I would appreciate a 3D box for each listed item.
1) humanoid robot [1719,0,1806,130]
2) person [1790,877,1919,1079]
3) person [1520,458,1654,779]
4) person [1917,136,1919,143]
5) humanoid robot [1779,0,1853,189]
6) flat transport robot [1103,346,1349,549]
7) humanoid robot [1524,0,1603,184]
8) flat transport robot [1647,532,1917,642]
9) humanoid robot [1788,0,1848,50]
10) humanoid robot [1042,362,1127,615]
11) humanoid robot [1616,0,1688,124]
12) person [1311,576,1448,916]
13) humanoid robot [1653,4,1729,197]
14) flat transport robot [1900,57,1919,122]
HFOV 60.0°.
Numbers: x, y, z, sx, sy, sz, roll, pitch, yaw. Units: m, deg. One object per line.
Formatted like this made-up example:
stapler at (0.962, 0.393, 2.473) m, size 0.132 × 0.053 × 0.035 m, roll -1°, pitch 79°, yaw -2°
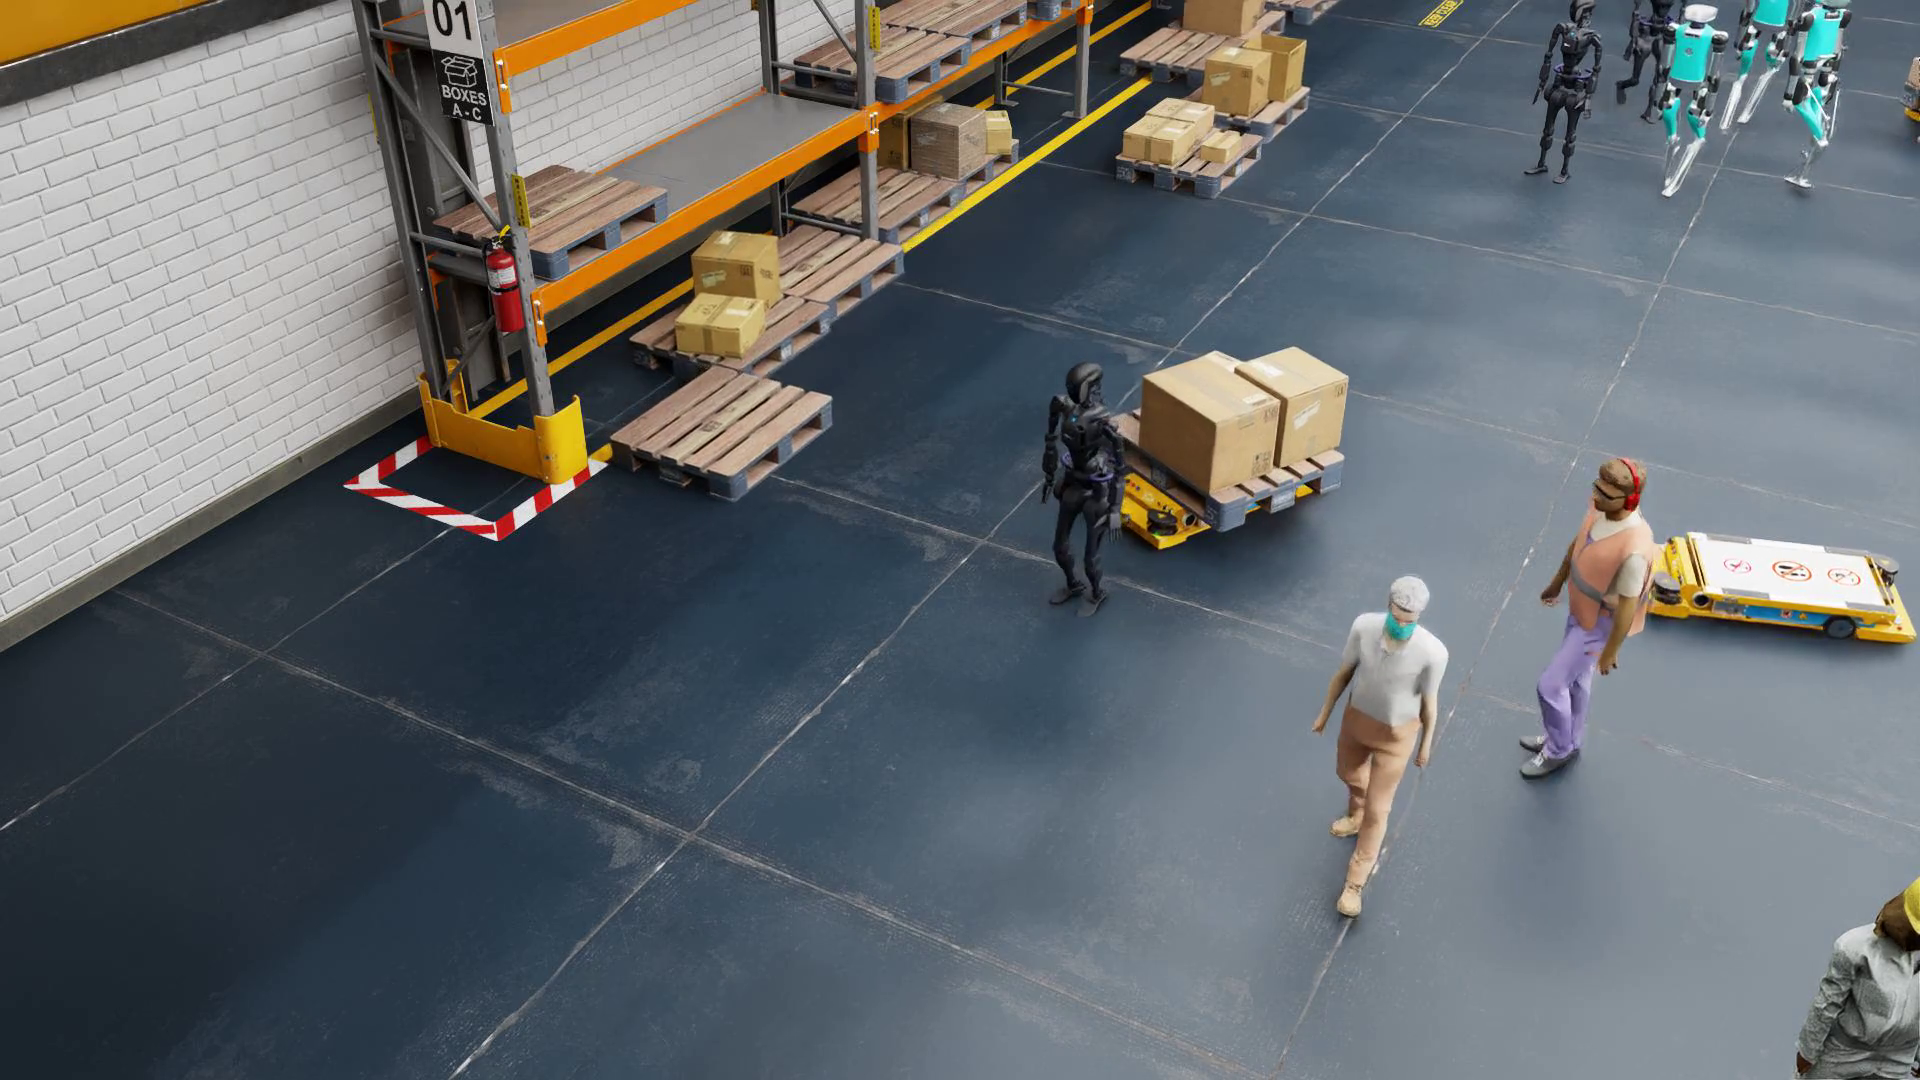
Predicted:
humanoid robot at (7.834, -4.813, 16.152) m, size 0.559 × 1.807 × 0.813 m, roll 19°, pitch 38°, yaw 27°
person at (3.284, 1.848, 6.016) m, size 0.491 × 1.740 × 0.315 m, roll 0°, pitch 33°, yaw 1°
person at (3.067, 0.371, 8.175) m, size 0.511 × 1.829 × 0.625 m, roll 3°, pitch 34°, yaw 5°
person at (9.623, -4.627, 15.736) m, size 0.637 × 1.830 × 0.429 m, roll -18°, pitch 38°, yaw -25°
humanoid robot at (7.653, -3.922, 14.761) m, size 0.544 × 1.778 × 0.885 m, roll -11°, pitch 35°, yaw -17°
flat transport robot at (1.643, -0.365, 10.701) m, size 1.431 × 0.231 × 0.659 m, roll -20°, pitch 38°, yaw -27°
humanoid robot at (5.486, -4.060, 15.002) m, size 0.315 × 1.655 × 0.599 m, roll -23°, pitch 40°, yaw -31°
flat transport robot at (4.759, 0.267, 9.744) m, size 1.431 × 0.231 × 0.659 m, roll 7°, pitch 34°, yaw 10°
humanoid robot at (9.747, -6.404, 18.548) m, size 0.549 × 1.815 × 0.883 m, roll -24°, pitch 40°, yaw -31°
humanoid robot at (0.710, -0.283, 9.312) m, size 0.592 × 1.651 × 0.392 m, roll 28°, pitch 43°, yaw 36°
humanoid robot at (6.866, -5.009, 16.468) m, size 0.598 × 1.636 × 0.617 m, roll -3°, pitch 34°, yaw -5°
person at (1.883, 0.845, 7.560) m, size 0.519 × 1.725 × 0.713 m, roll 24°, pitch 41°, yaw 32°
humanoid robot at (6.425, -3.818, 14.677) m, size 0.532 × 1.885 × 0.787 m, roll 24°, pitch 40°, yaw 32°
flat transport robot at (9.980, -4.023, 16.234) m, size 0.659 × 0.231 × 1.431 m, roll -5°, pitch 34°, yaw -8°
